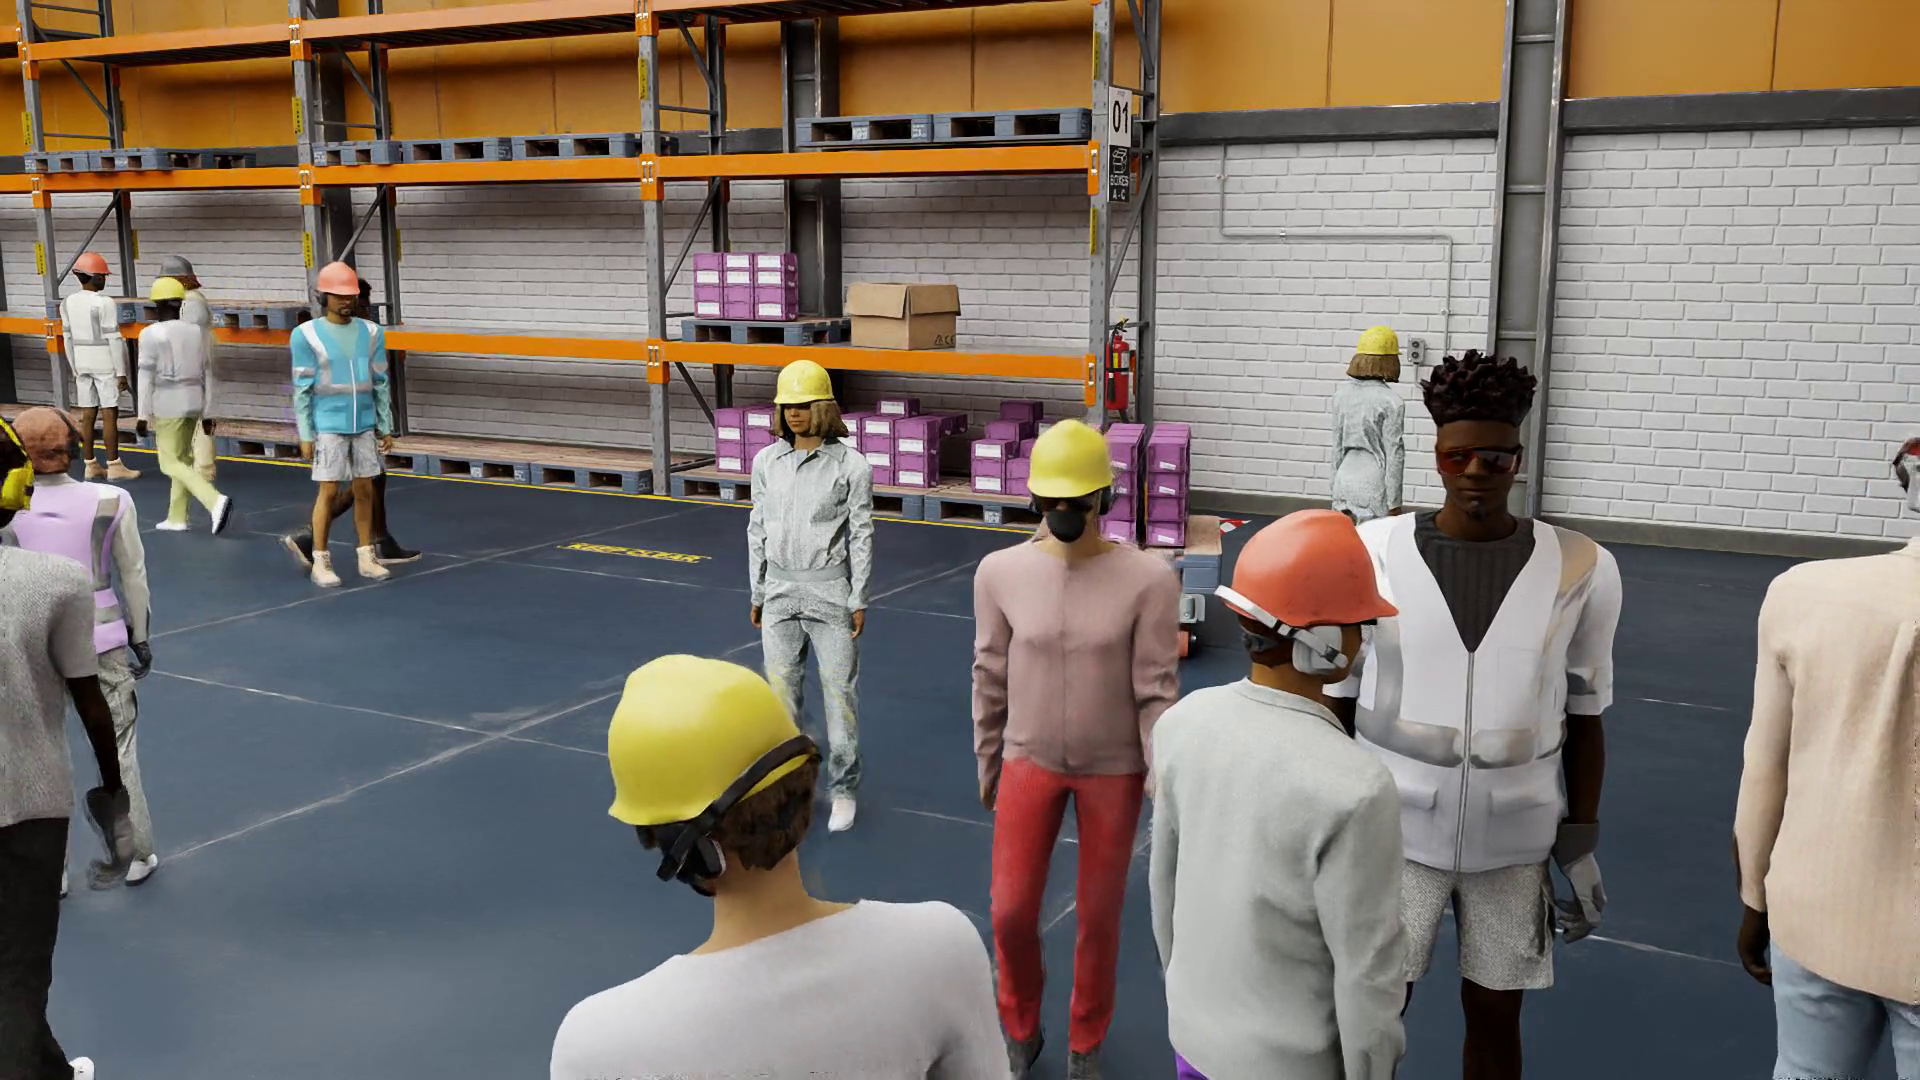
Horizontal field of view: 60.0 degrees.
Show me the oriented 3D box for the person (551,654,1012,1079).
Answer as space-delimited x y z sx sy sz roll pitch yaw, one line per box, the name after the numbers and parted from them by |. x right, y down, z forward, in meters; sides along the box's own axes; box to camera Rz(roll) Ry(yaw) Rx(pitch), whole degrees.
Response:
-0.183 0.984 1.945 0.530 1.717 0.605 -7 13 -35 | person

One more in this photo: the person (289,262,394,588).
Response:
-3.853 -0.721 10.453 0.415 2.033 0.604 9 14 41 | person

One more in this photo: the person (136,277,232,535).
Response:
-5.681 -0.968 12.167 0.770 1.902 0.599 4 11 20 | person

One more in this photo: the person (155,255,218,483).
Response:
-6.913 -1.524 14.828 0.536 2.000 0.683 -3 11 -16 | person

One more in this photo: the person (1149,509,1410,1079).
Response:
0.542 0.816 2.785 0.338 1.752 0.565 -5 12 -27 | person

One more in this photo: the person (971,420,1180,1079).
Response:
0.278 0.577 4.120 0.526 1.753 0.451 2 10 8 | person

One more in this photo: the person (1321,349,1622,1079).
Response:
1.020 0.592 3.431 0.604 1.966 0.367 2 11 11 | person

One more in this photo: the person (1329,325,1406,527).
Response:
2.118 -0.239 8.634 0.342 1.735 0.483 -6 12 -32 | person

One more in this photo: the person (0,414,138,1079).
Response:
-2.162 0.622 3.722 0.534 1.815 0.977 -2 10 -9 | person

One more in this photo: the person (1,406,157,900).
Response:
-2.963 0.376 5.521 0.518 1.636 0.312 -6 12 -28 | person

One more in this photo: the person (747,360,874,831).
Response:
-0.560 0.210 6.141 0.484 1.744 0.295 3 11 15 | person

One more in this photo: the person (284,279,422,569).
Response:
-4.011 -0.753 10.866 0.858 1.934 0.604 -7 13 -35 | person

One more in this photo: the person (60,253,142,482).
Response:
-7.710 -1.540 14.907 0.613 2.043 0.374 4 11 19 | person

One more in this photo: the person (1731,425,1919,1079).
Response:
1.649 0.692 2.859 0.412 1.977 0.640 -8 13 -37 | person
